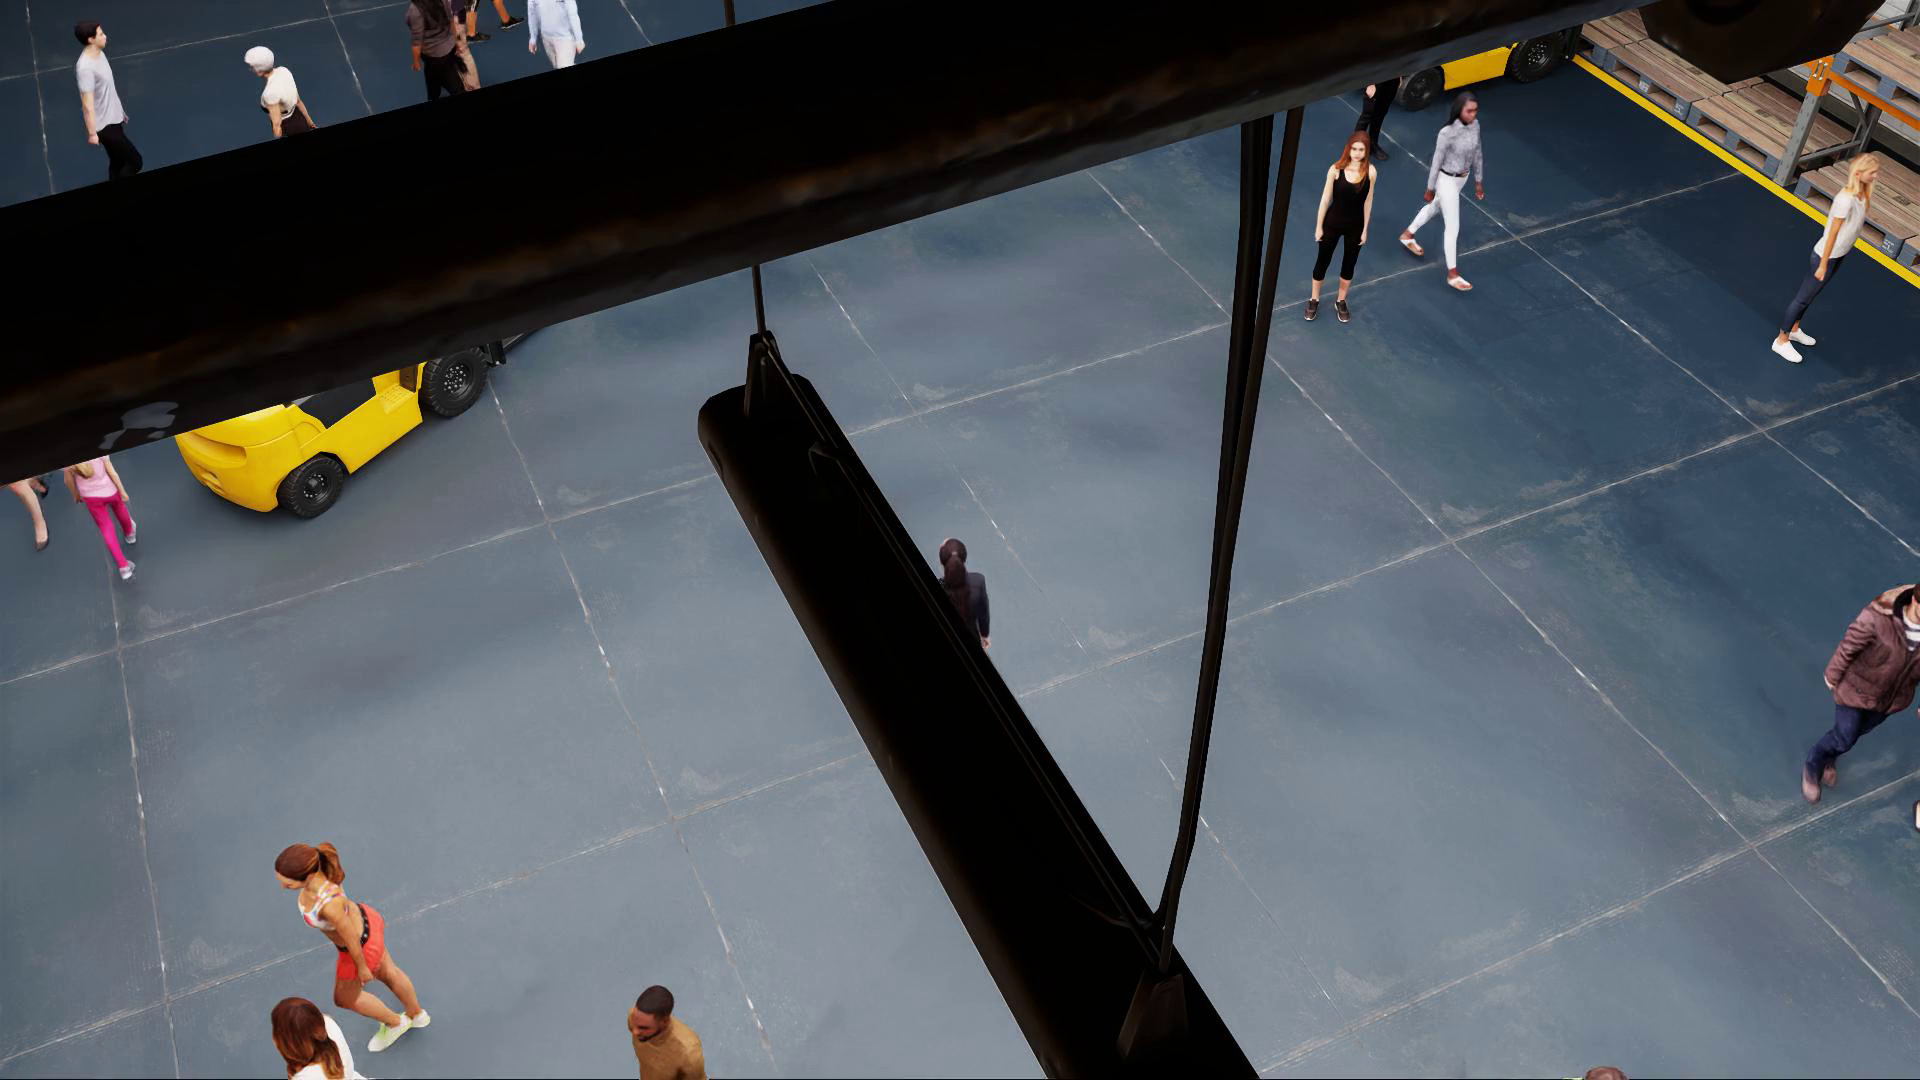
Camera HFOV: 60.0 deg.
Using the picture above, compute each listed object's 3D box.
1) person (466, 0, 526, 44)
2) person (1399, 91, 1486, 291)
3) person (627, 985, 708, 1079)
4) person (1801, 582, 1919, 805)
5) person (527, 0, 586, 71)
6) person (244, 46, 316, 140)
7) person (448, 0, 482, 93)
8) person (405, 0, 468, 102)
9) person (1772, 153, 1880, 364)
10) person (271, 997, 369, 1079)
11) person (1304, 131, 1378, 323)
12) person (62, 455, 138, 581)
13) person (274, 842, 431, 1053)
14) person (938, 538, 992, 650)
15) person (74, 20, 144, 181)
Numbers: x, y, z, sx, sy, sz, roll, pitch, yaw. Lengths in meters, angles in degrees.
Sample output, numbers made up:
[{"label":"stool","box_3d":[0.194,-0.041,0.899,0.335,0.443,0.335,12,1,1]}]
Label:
[{"label":"person","box_3d":[-5.109,-5.967,17.279,0.651,1.645,0.832,-15,46,-15]},{"label":"person","box_3d":[4.126,-3.066,14.209,0.731,1.680,1.199,-24,49,-23]},{"label":"person","box_3d":[-1.324,2.676,8.101,1.161,1.790,1.073,25,49,24]},{"label":"person","box_3d":[5.497,0.811,10.033,0.882,1.825,0.887,3,44,3]},{"label":"person","box_3d":[-3.778,-4.830,15.921,0.875,1.872,0.921,21,48,21]},{"label":"person","box_3d":[-5.794,-3.559,14.689,0.871,1.731,0.773,3,44,3]},{"label":"person","box_3d":[-5.013,-5.248,16.384,0.718,1.838,0.511,-18,47,-18]},{"label":"person","box_3d":[-4.811,-4.522,15.667,1.193,1.777,1.173,12,45,13]},{"label":"person","box_3d":[6.934,-2.280,13.290,0.637,1.809,0.669,31,52,28]},{"label":"person","box_3d":[-2.867,2.765,8.030,1.029,1.758,1.066,5,44,5]},{"label":"person","box_3d":[3.155,-2.586,13.671,0.653,1.726,0.666,4,44,5]},{"label":"person","box_3d":[-5.998,-0.283,11.598,0.491,1.251,0.883,-18,46,-18]},{"label":"person","box_3d":[-3.088,2.089,8.733,0.668,1.768,0.558,-16,46,-16]},{"label":"person","box_3d":[-0.003,0.706,10.238,0.633,1.695,0.683,-14,45,-14]},{"label":"person","box_3d":[-7.644,-3.676,14.734,0.832,1.838,0.706,-3,44,-3]}]
